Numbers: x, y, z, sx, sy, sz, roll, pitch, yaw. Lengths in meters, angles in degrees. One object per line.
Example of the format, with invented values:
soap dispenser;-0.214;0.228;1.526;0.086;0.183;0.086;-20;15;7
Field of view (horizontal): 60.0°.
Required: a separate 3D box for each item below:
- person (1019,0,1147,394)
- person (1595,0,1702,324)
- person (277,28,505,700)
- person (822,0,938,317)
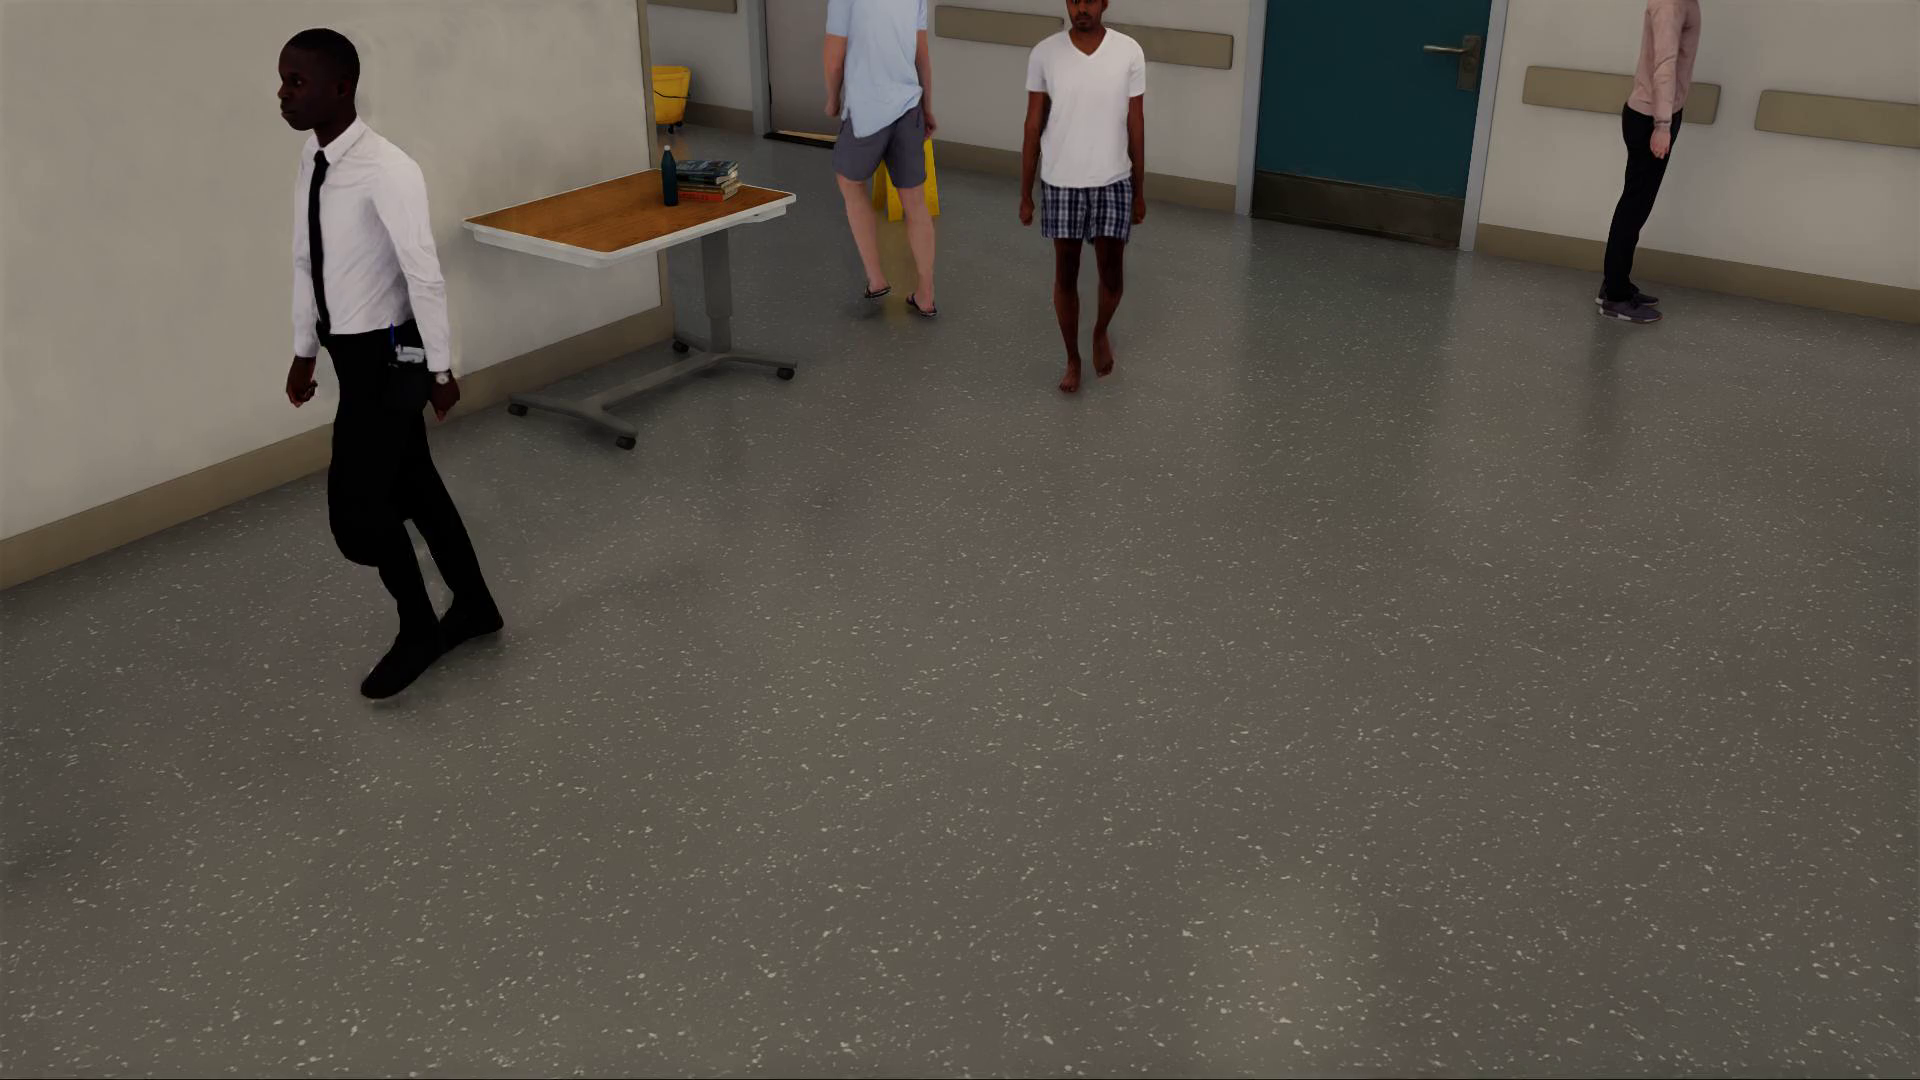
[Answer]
person;0.524;-1.466;6.790;0.739;1.713;0.842;4;26;8
person;3.196;-1.932;7.647;0.624;1.808;0.669;11;28;21
person;-1.526;-0.499;4.666;0.790;1.815;0.752;-22;34;-38
person;-0.352;-1.890;7.568;0.862;1.800;0.929;-8;27;-15
